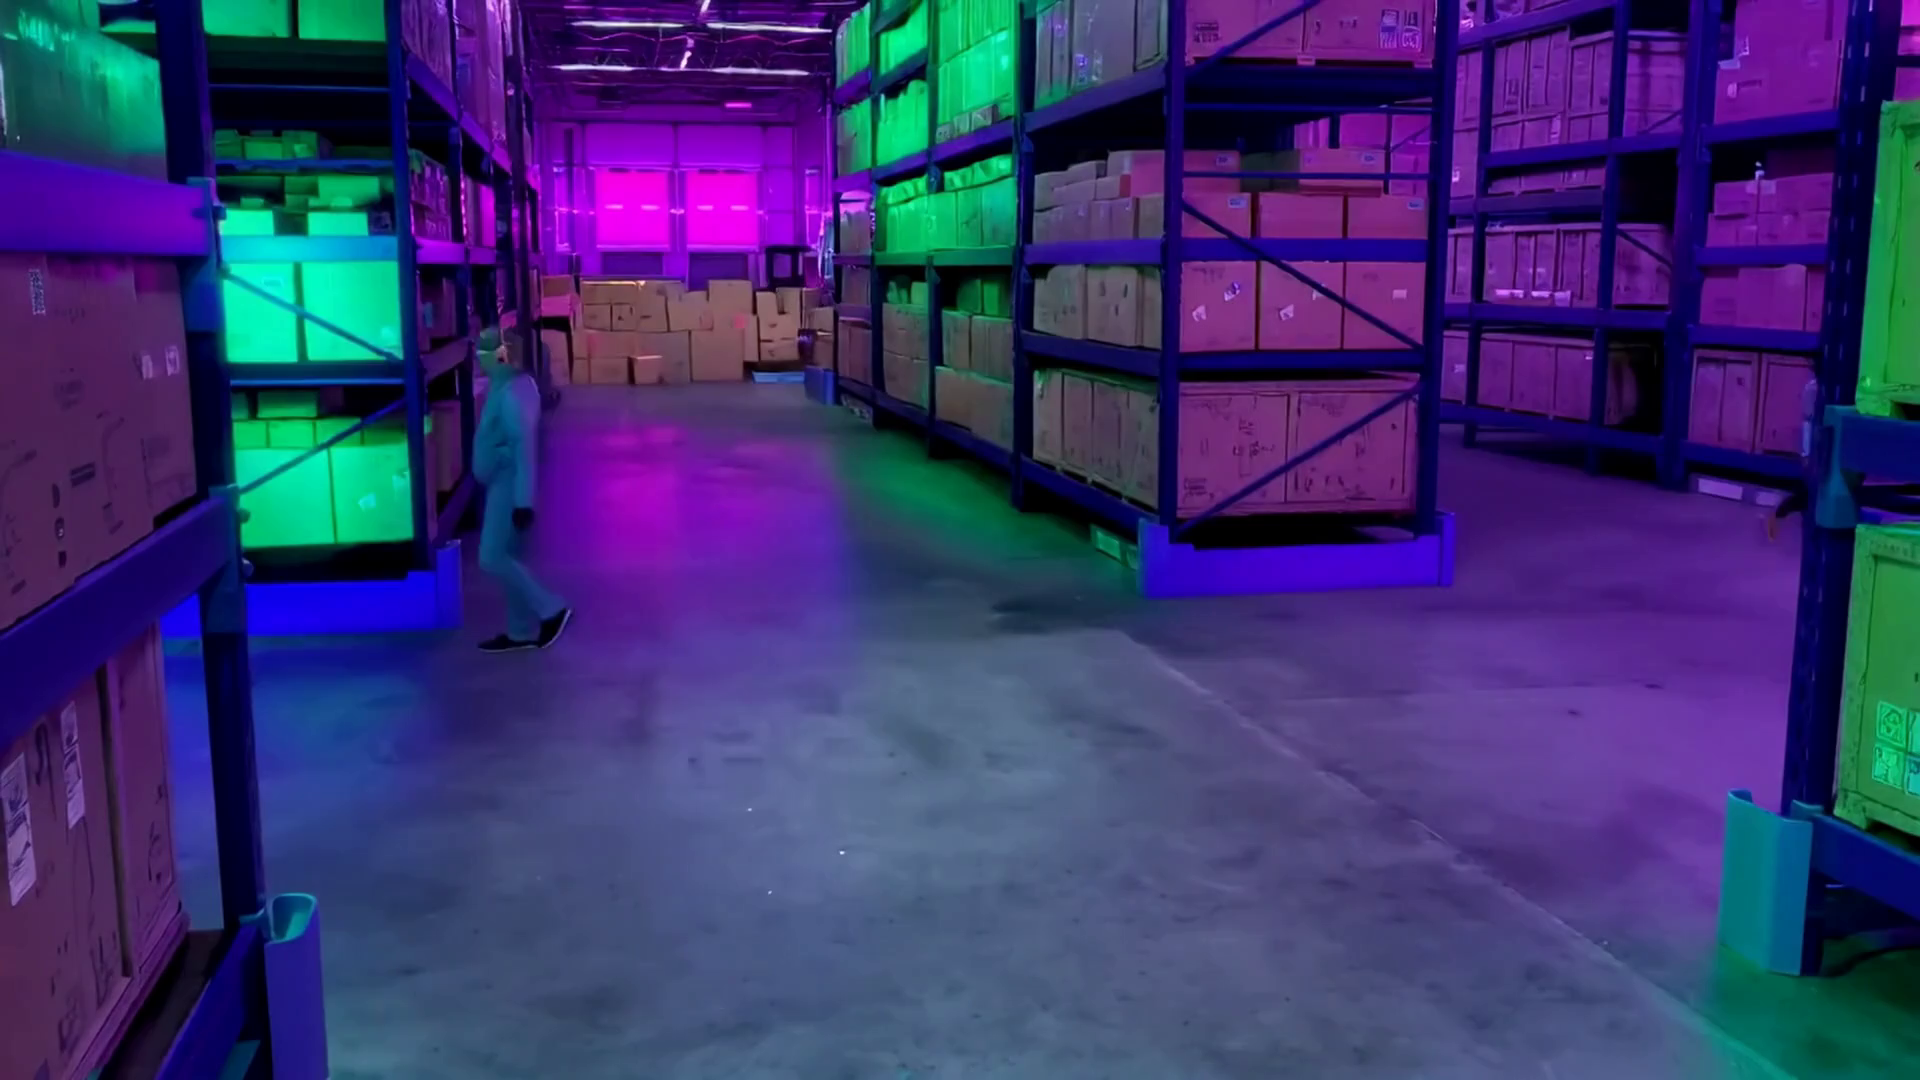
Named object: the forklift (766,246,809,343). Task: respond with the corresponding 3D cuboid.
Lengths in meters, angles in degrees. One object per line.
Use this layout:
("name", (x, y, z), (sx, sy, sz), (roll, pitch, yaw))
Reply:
("forklift", (-5.169, -7.188, 48.636), (1.129, 2.768, 1.873), (-3, 10, -19))

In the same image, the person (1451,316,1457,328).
("person", (9.299, -3.841, 31.256), (0.985, 1.883, 0.564), (2, 10, 12))

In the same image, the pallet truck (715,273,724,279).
("pallet truck", (-8.580, -8.986, 62.280), (1.885, 1.965, 0.823), (1, 9, 5))

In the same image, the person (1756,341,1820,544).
("person", (6.469, -0.695, 12.716), (0.583, 1.681, 0.540), (8, 12, 39))

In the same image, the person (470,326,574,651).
("person", (-2.557, -0.275, 9.516), (0.465, 1.888, 0.649), (-2, 10, -11))
